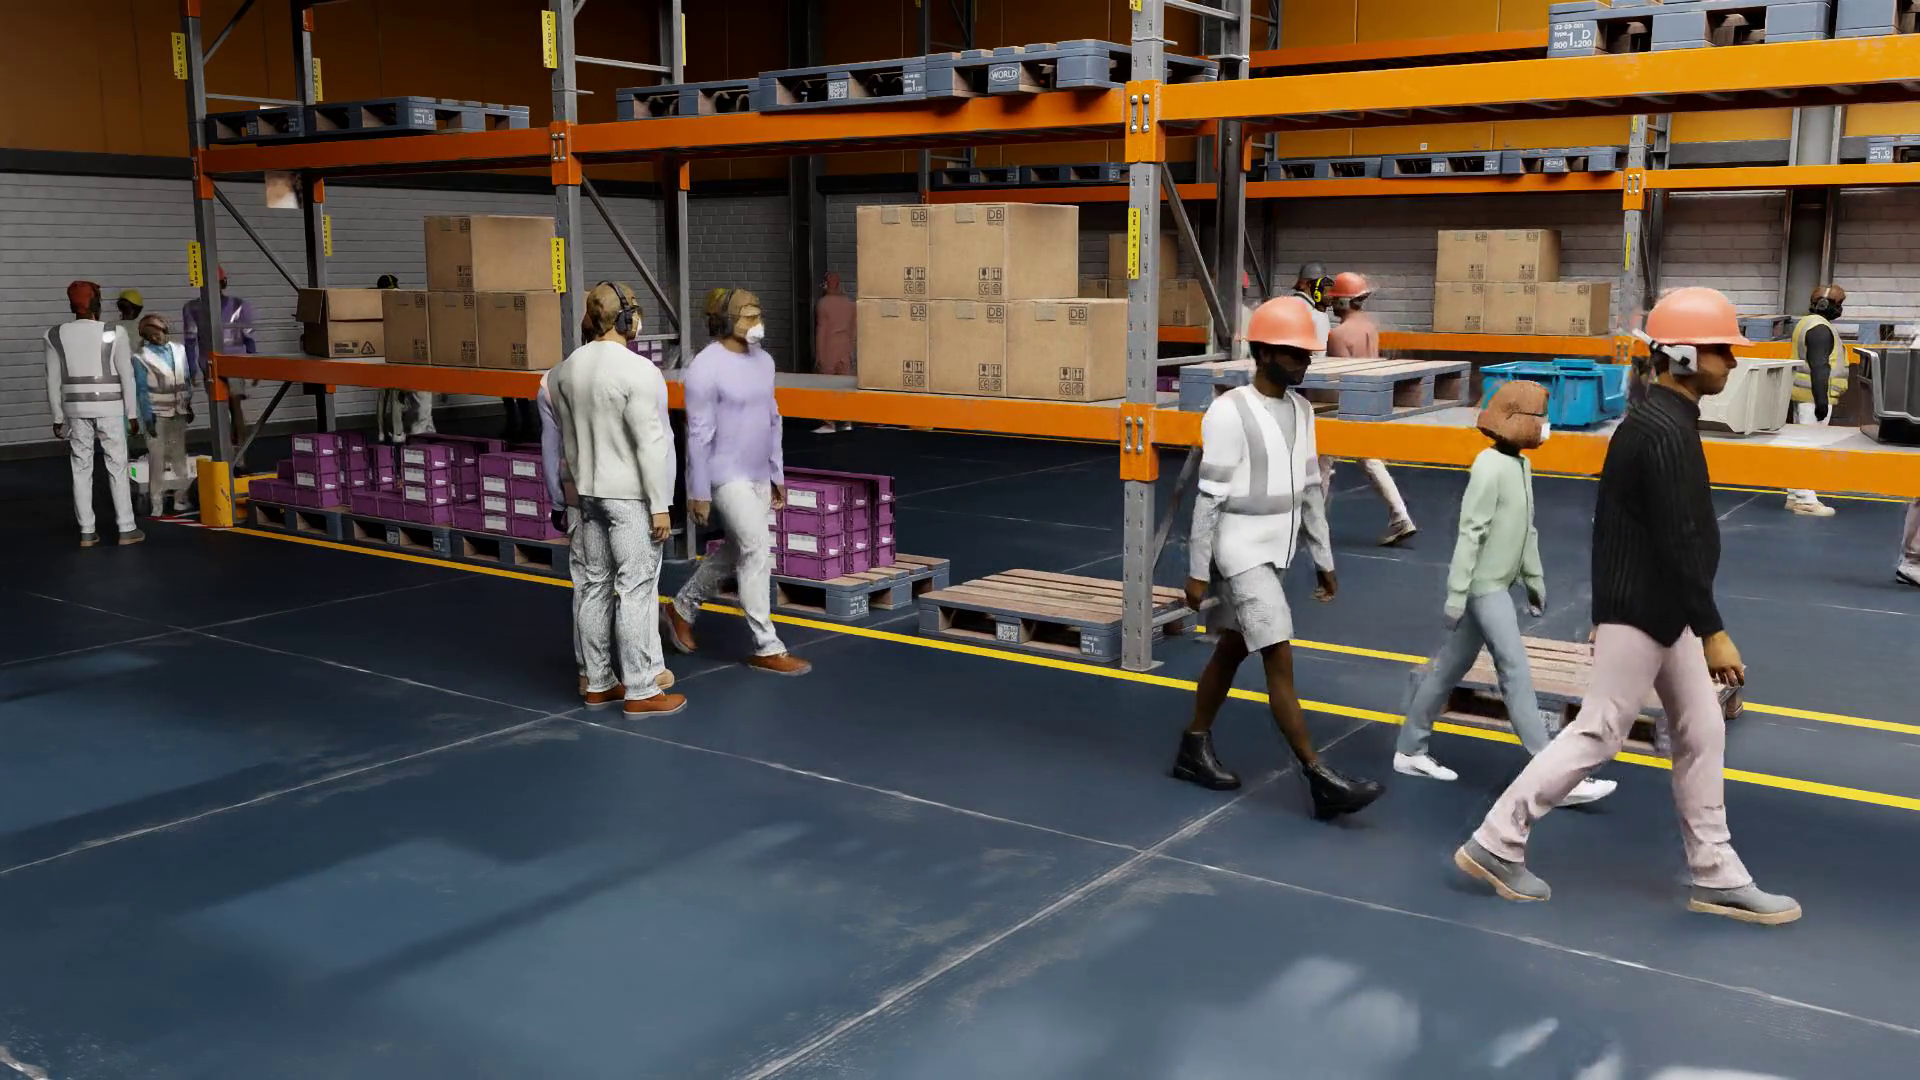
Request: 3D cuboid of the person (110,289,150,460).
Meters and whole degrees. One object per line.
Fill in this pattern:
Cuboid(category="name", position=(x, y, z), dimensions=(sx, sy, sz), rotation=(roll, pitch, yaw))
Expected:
Cuboid(category="person", position=(-8.095, -1.571, 16.290), dimensions=(0.537, 1.735, 0.740), rotation=(-1, 10, -7))

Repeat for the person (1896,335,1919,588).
Cuboid(category="person", position=(6.023, -0.616, 10.159), dimensions=(0.499, 1.890, 0.660), rotation=(9, 13, 42))

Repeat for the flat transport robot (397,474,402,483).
Cuboid(category="flat transport robot", position=(-4.342, -0.614, 14.956), dimensions=(1.431, 0.197, 0.652), rotation=(-6, 12, -34))

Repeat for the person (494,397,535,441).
Cuboid(category="person", position=(-5.077, -2.064, 18.654), dimensions=(0.667, 1.927, 0.668), rotation=(-6, 11, -32))

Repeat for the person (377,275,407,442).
Cuboid(category="person", position=(-6.370, -2.022, 18.599), dimensions=(0.538, 1.866, 0.312), rotation=(6, 11, 31))

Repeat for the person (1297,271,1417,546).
Cuboid(category="person", position=(2.824, -0.929, 11.851), dimensions=(1.003, 1.957, 0.629), rotation=(9, 13, 44))

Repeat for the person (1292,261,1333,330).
Cuboid(category="person", position=(3.441, -1.731, 16.347), dimensions=(0.537, 2.000, 0.705), rotation=(4, 10, 23))

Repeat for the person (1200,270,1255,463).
Cuboid(category="person", position=(2.745, -1.672, 16.264), dimensions=(0.990, 1.942, 0.647), rotation=(8, 13, 41))

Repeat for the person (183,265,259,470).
Cuboid(category="person", position=(-7.124, -1.656, 15.997), dimensions=(0.617, 2.002, 0.910), rotation=(-2, 10, -12))

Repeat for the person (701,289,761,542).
Cuboid(category="person", position=(-1.667, -0.884, 11.957), dimensions=(0.403, 1.827, 0.588), rotation=(6, 11, 30))

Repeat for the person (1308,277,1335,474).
Cuboid(category="person", position=(3.379, -1.528, 15.649), dimensions=(0.323, 1.871, 0.530), rotation=(5, 11, 26))

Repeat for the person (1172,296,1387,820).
Cuboid(category="person", position=(1.183, 0.063, 6.114), dimensions=(0.983, 1.883, 0.566), rotation=(9, 13, 42))

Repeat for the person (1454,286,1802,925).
Cuboid(category="person", position=(2.055, 0.208, 5.088), dimensions=(0.991, 1.956, 0.608), rotation=(4, 11, 25))

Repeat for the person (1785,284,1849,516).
Cuboid(category="person", position=(6.864, -1.121, 13.328), dimensions=(0.430, 1.838, 0.620), rotation=(3, 10, 16))

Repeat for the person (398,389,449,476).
Cuboid(category="person", position=(-5.046, -1.412, 15.784), dimensions=(0.538, 1.591, 0.825), rotation=(8, 12, 38))

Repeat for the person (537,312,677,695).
Cuboid(category="person", position=(-1.617, -0.183, 7.743), dimensions=(0.621, 1.838, 0.429), rotation=(0, 10, 3))

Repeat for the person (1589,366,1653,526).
Cuboid(category="person", position=(4.967, -0.761, 11.869), dimensions=(0.824, 1.605, 0.531), rotation=(3, 10, 18))

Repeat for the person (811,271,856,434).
Cuboid(category="person", position=(-1.513, -2.196, 19.515), dimensions=(0.403, 1.906, 0.651), rotation=(7, 12, 38))

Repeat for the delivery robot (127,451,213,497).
Cuboid(category="delivery robot", position=(-6.468, -0.560, 13.514), dimensions=(0.477, 0.478, 0.707), rotation=(7, 12, 36))

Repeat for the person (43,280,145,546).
Cuboid(category="person", position=(-6.149, -0.892, 11.820), dimensions=(0.574, 1.884, 0.360), rotation=(-2, 10, -11))

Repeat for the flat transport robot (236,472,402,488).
Cuboid(category="flat transport robot", position=(-5.476, -0.470, 14.100), dimensions=(1.431, 0.197, 0.652), rotation=(-6, 11, -32))

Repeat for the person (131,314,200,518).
Cuboid(category="person", position=(-6.292, -0.995, 13.260), dimensions=(0.325, 1.616, 0.647), rotation=(3, 10, 20))

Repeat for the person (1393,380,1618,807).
Cuboid(category="person", position=(2.053, 0.192, 6.254), dimensions=(0.882, 1.577, 0.505), rotation=(6, 11, 30))

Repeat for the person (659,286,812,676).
Cuboid(category="person", position=(-1.155, -0.302, 8.255), dimensions=(0.924, 1.910, 0.642), rotation=(5, 11, 25))

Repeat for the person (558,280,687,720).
Cuboid(category="person", position=(-1.507, -0.174, 7.379), dimensions=(0.632, 1.940, 0.372), rotation=(8, 12, 40))
